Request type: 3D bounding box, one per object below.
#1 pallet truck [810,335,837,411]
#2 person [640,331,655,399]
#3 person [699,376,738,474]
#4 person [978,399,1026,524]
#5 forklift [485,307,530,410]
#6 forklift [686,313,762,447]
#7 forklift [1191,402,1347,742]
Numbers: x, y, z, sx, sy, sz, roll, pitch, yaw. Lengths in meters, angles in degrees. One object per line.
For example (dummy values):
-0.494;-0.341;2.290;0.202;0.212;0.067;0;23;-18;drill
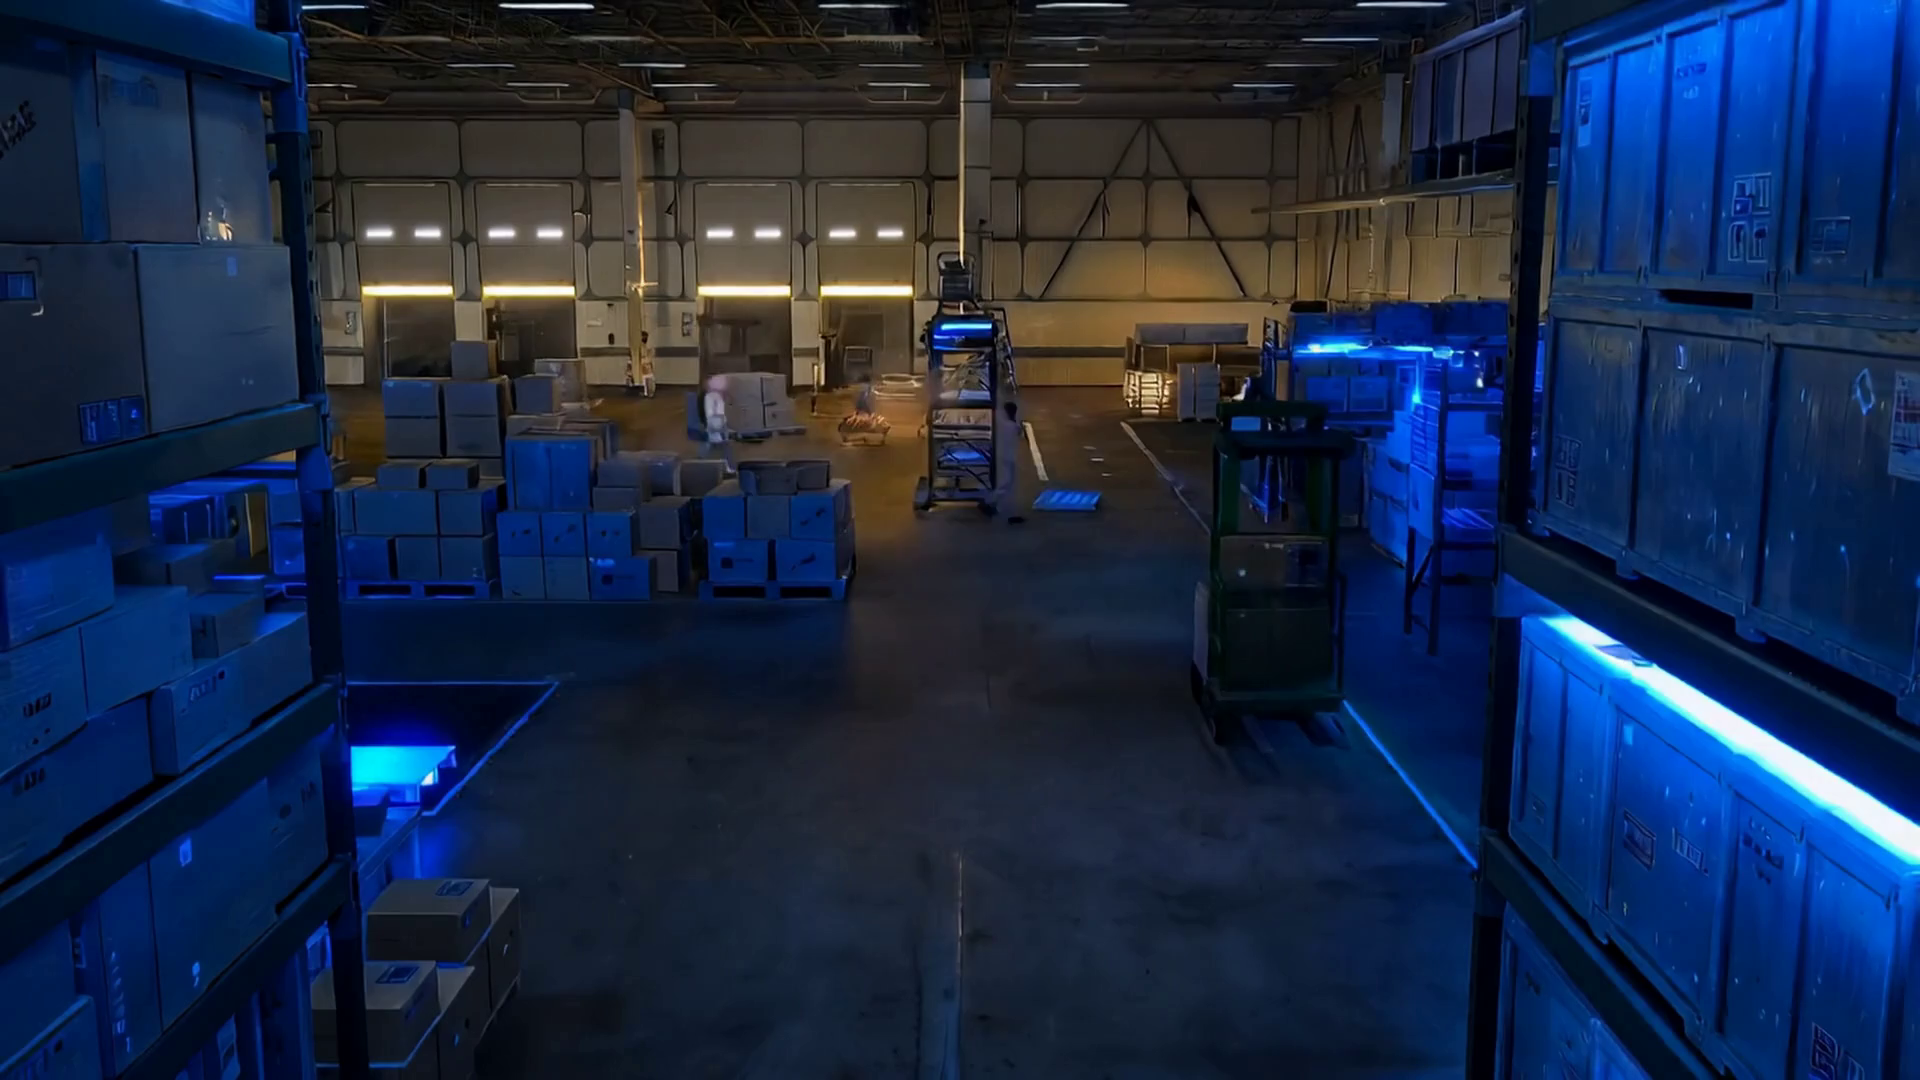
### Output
-3.021;-4.312;43.126;1.885;1.965;0.823;3;10;17;pallet truck
-8.846;-4.959;47.063;0.386;1.929;0.544;-8;13;-39;person
-4.534;-2.142;31.007;1.036;1.859;0.615;2;10;11;person
0.660;-1.191;25.359;0.634;1.923;0.632;0;10;-1;person
-10.754;-4.150;39.646;1.129;2.768;1.873;0;10;1;forklift
-5.157;-3.490;35.836;1.129;2.768;1.873;-5;11;-27;forklift
2.697;0.184;14.638;1.129;2.768;1.873;0;10;1;forklift
